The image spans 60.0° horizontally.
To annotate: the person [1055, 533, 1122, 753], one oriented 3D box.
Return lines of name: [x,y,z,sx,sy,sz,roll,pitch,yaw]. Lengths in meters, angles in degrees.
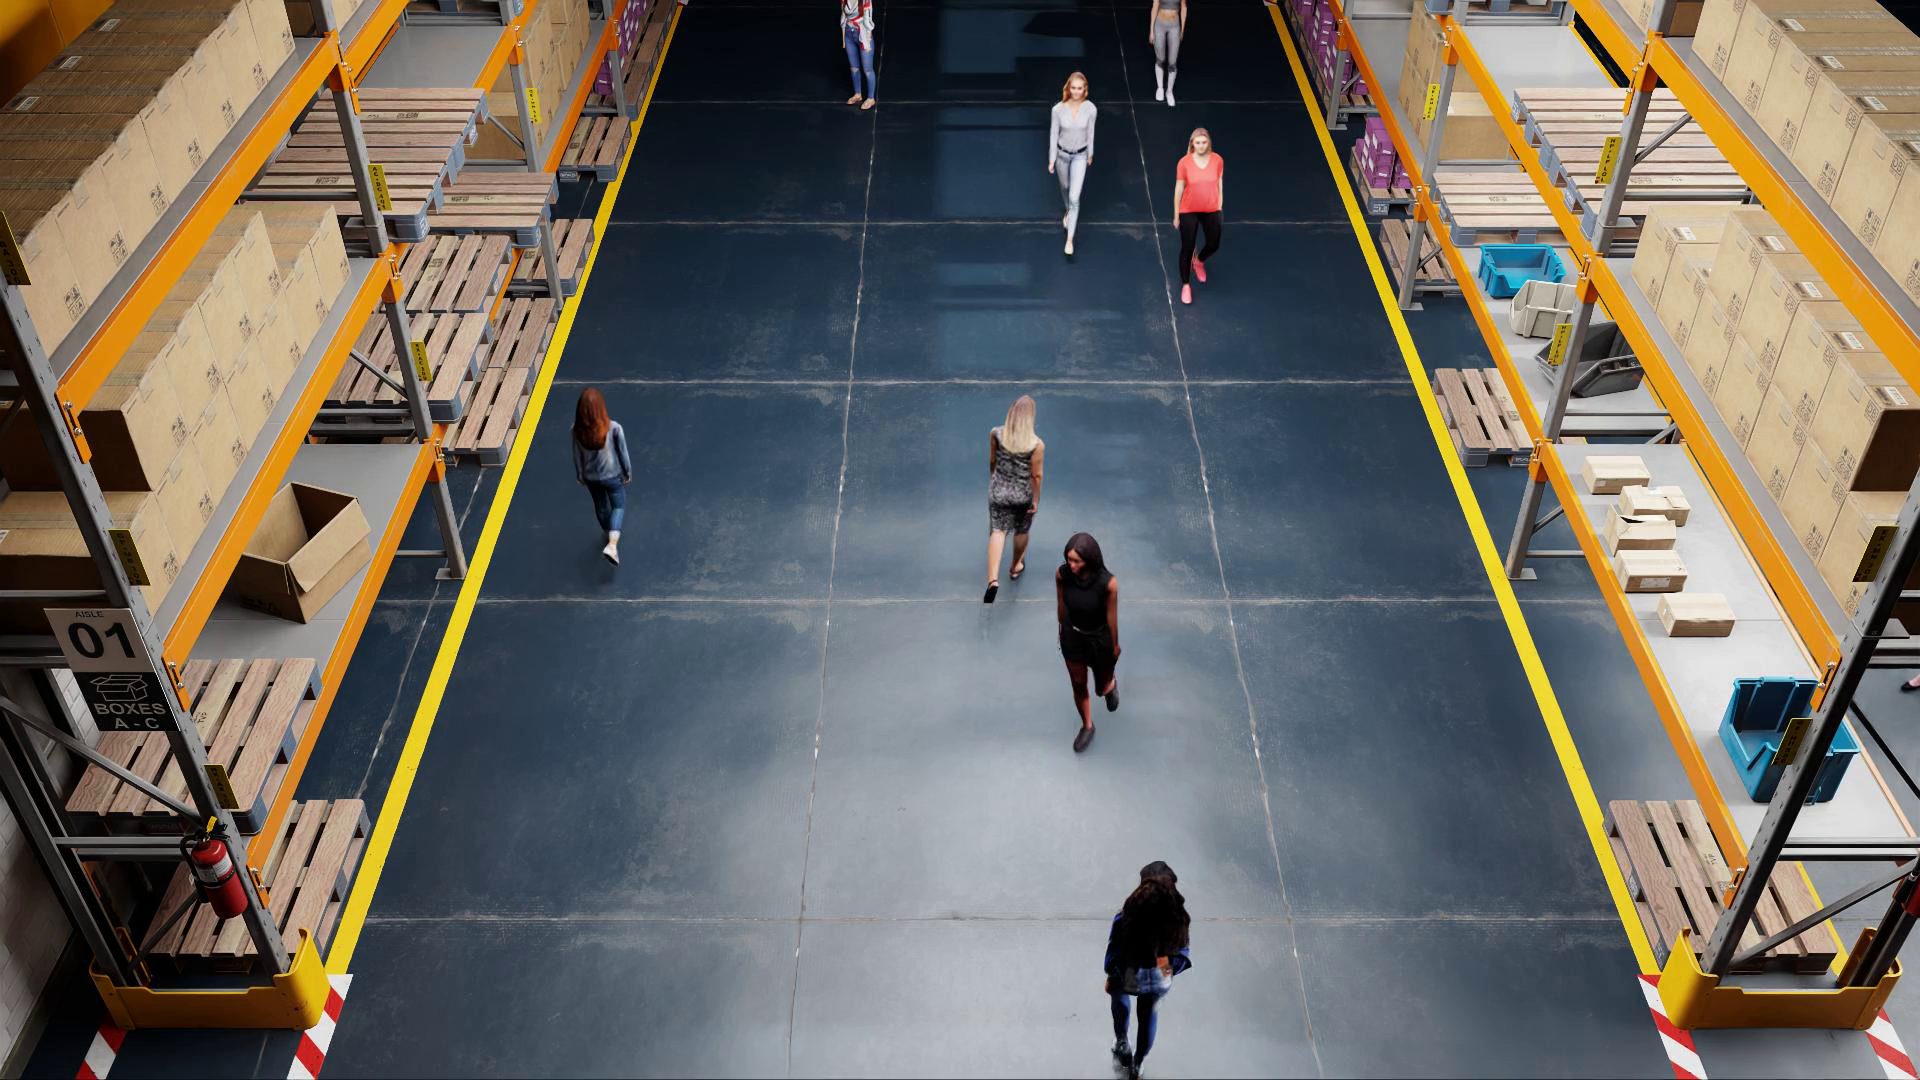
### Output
person: [0.865,0.612,10.980,0.799,1.714,0.909,12,40,14]

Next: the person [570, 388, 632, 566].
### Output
person: [-2.708,-0.452,12.514,0.560,1.462,0.814,0,39,0]

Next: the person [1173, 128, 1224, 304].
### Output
person: [2.237,-3.100,15.652,0.659,1.684,0.799,-2,39,-3]

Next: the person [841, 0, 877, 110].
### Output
person: [-1.145,-5.743,19.020,0.659,1.612,0.664,19,42,22]

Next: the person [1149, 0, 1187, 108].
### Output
person: [2.371,-5.892,19.146,0.584,1.687,0.691,3,39,4]

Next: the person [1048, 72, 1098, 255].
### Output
person: [1.091,-3.795,16.479,0.716,1.739,1.225,5,39,6]

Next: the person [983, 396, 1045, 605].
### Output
person: [0.361,-0.257,12.098,0.763,1.677,1.024,10,40,12]

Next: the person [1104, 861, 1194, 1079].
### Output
person: [0.975,2.373,8.859,0.624,1.609,0.568,-2,39,-3]
